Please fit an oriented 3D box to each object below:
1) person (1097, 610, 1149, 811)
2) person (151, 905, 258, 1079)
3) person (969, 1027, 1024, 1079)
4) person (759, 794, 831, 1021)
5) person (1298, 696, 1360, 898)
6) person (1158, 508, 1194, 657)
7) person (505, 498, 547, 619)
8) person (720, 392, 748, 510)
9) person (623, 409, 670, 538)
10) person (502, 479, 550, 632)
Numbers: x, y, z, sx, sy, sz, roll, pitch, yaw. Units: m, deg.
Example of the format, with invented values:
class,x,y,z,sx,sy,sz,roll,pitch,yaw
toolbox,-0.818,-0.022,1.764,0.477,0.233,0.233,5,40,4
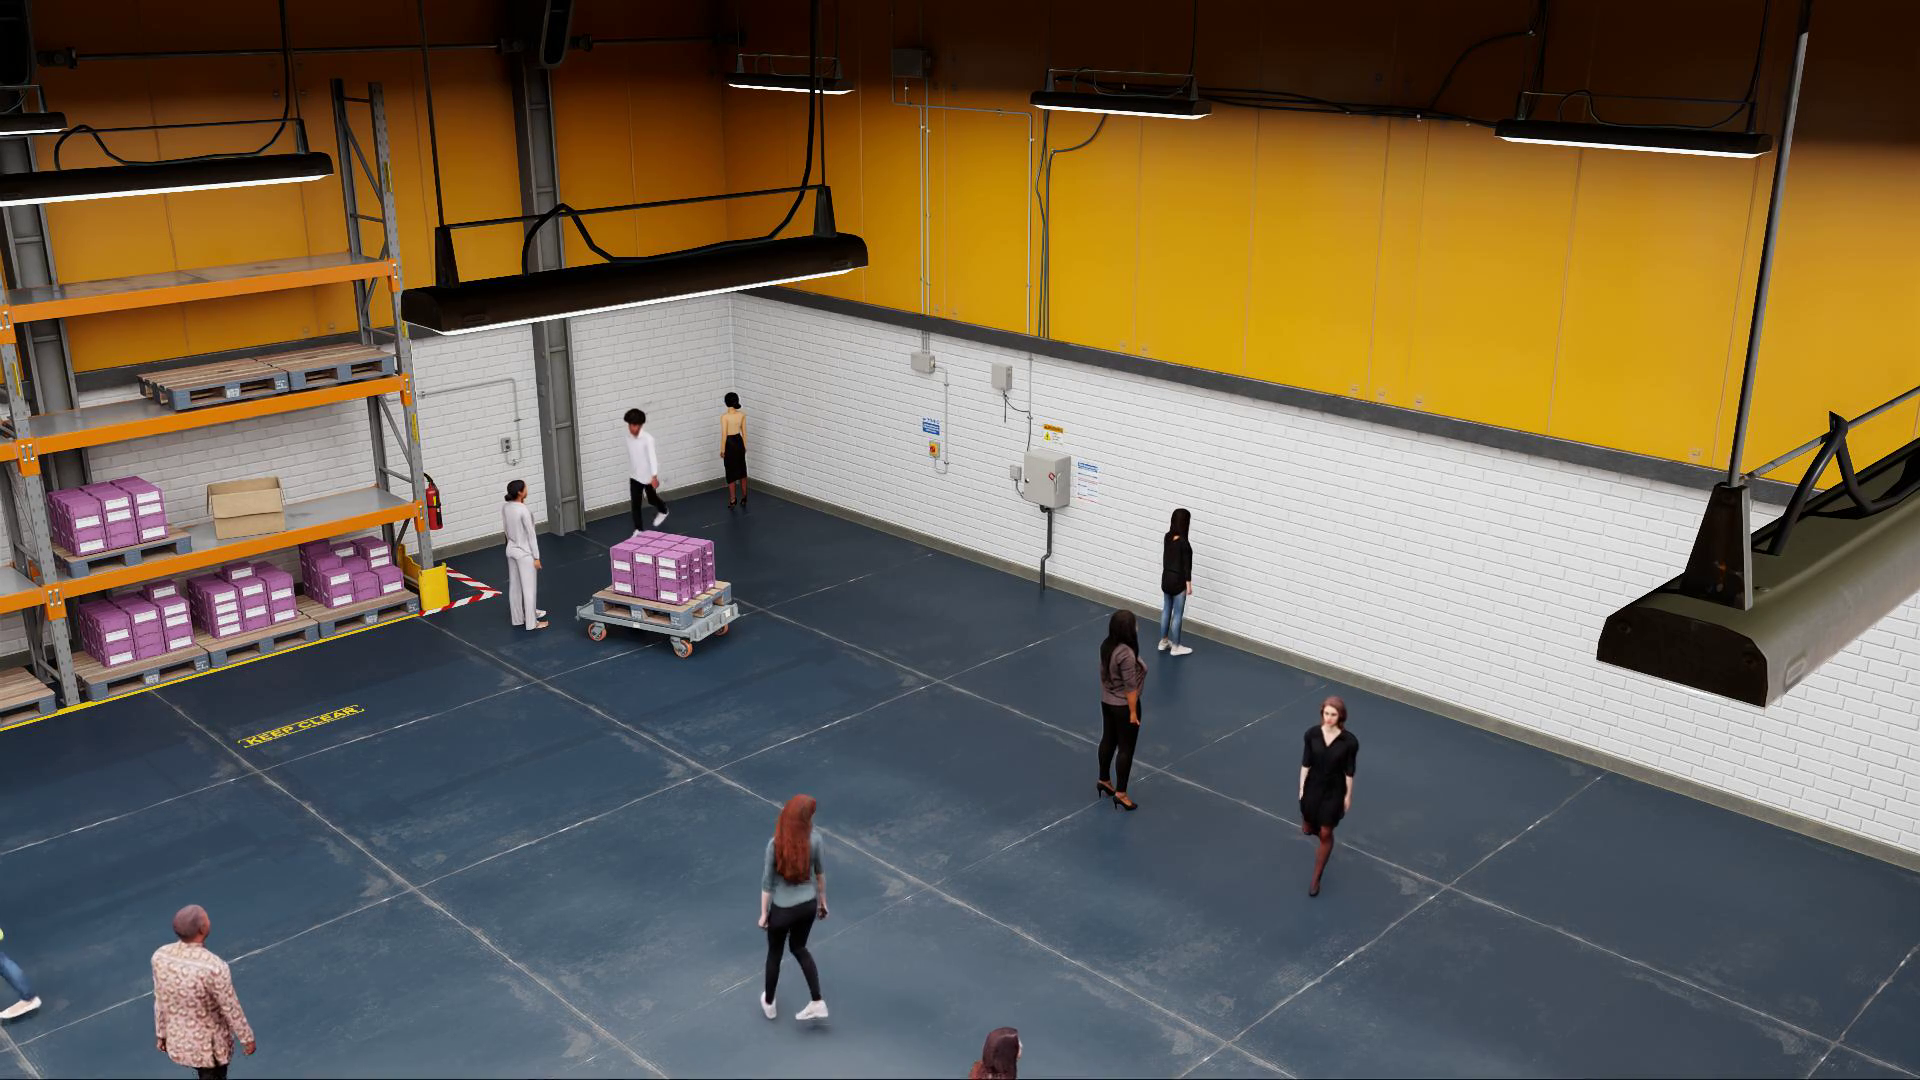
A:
class,x,y,z,sx,sy,sz,roll,pitch,yaw
person,1.412,1.489,14.727,0.715,1.840,0.732,-9,20,-24
person,-4.653,3.082,10.080,0.916,1.786,0.991,7,20,19
person,0.199,3.453,9.269,0.710,1.600,0.692,-10,21,-27
person,-1.111,2.613,11.600,0.844,1.705,0.838,-14,23,-36
person,2.956,2.017,13.394,0.758,1.690,0.907,8,20,23
person,2.351,0.439,18.150,0.585,1.645,0.618,-12,22,-31
person,-5.060,0.182,19.165,0.607,1.483,0.584,11,21,29
person,-3.150,-1.253,23.161,0.479,1.654,0.640,-16,25,-40
person,-4.135,-0.882,21.901,0.982,1.755,1.257,7,20,19
person,-4.976,0.152,18.861,0.658,1.736,0.560,14,23,36
